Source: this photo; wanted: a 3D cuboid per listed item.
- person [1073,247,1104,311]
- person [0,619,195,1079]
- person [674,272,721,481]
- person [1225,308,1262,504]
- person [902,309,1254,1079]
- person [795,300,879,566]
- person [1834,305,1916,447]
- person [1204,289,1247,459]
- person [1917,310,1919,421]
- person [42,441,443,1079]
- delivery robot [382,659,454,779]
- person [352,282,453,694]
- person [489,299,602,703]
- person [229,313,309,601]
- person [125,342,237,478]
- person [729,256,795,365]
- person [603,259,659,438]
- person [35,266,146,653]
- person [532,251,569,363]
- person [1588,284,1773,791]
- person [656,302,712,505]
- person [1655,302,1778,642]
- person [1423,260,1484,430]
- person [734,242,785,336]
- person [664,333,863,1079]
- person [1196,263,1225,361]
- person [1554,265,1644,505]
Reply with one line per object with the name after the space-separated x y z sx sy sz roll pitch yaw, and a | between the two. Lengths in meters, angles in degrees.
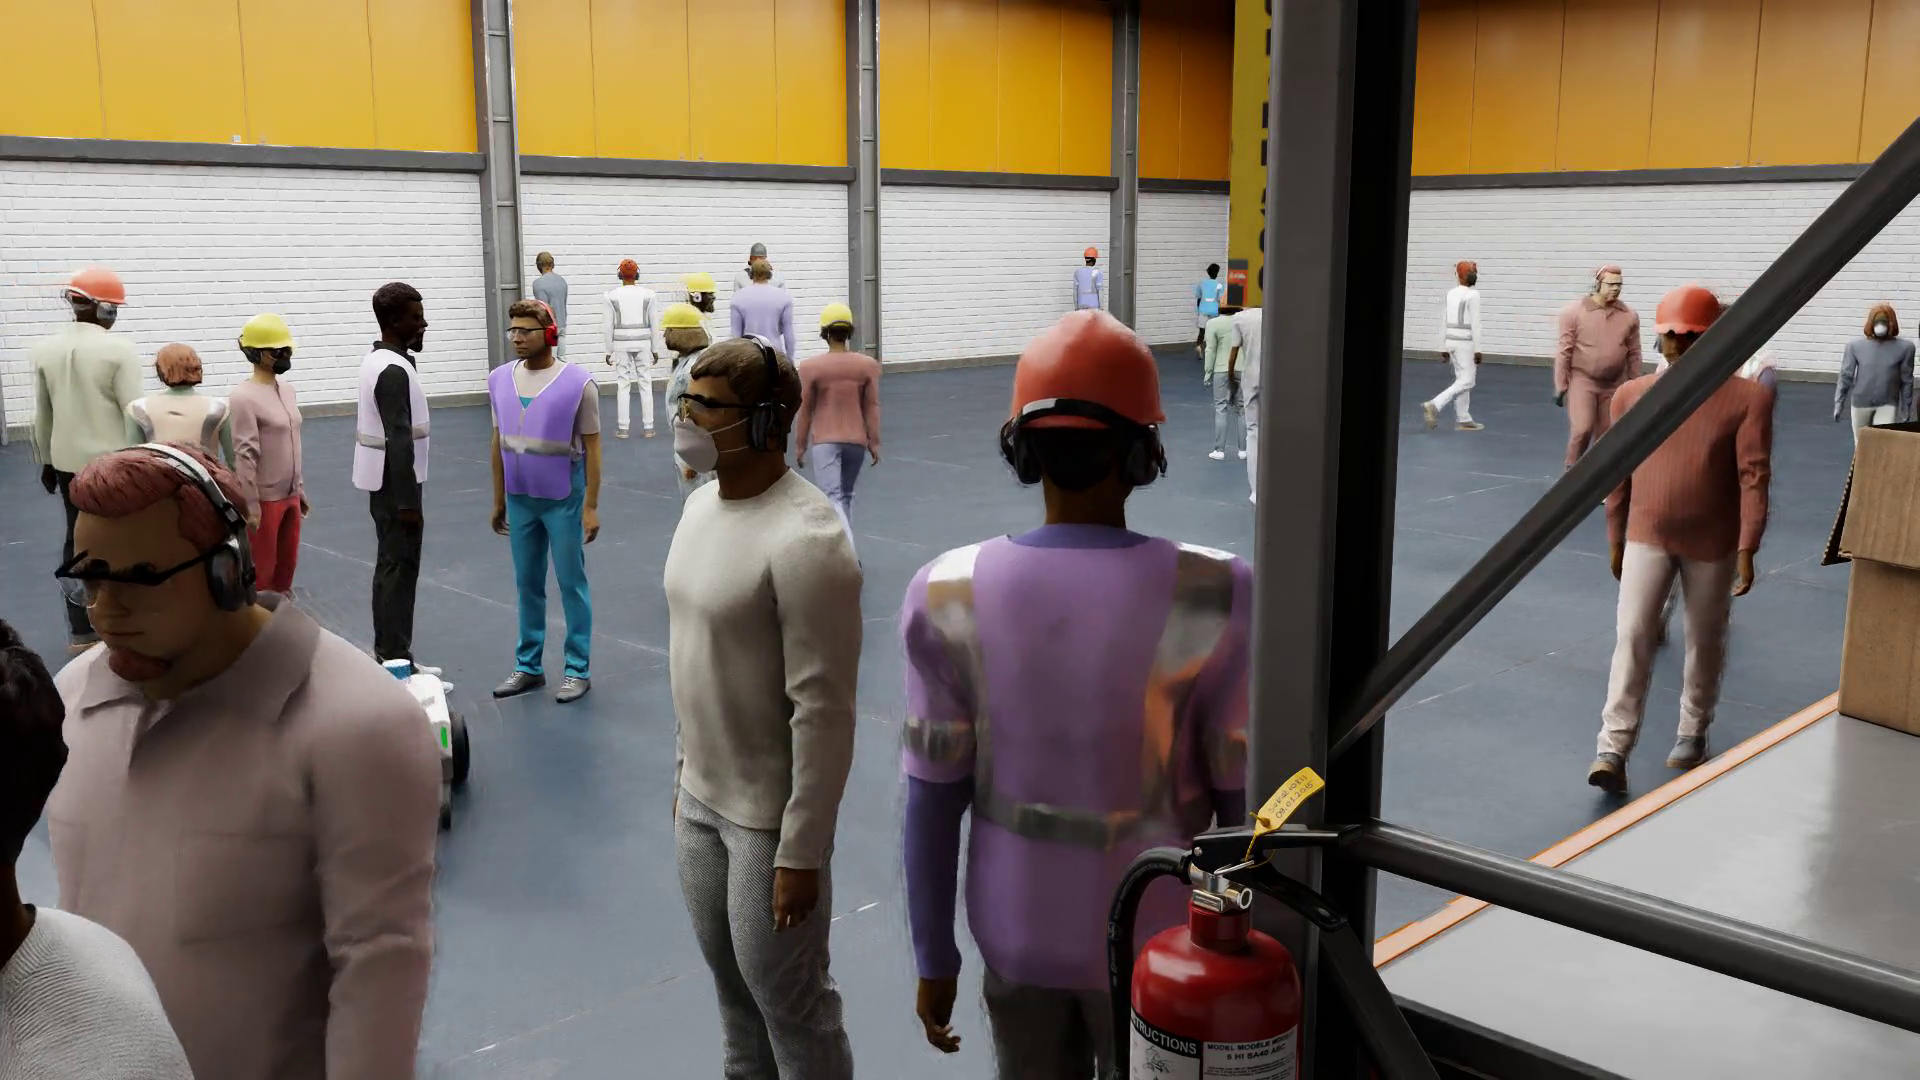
2.173 -3.931 27.862 0.552 1.935 0.368 6 12 31 | person
-0.763 0.955 1.454 0.359 1.861 0.514 -7 12 -33 | person
-2.172 -1.372 14.230 0.513 1.814 0.625 0 10 2 | person
2.412 -1.227 13.341 0.564 1.850 0.601 1 10 6 | person
0.188 0.645 2.696 0.616 2.024 0.852 4 11 19 | person
-0.736 -0.602 10.262 0.527 1.740 0.811 -5 11 -24 | person
7.173 -1.044 13.068 0.526 1.580 0.864 6 12 32 | person
2.573 -1.580 15.876 0.500 1.632 0.286 -1 10 -5 | person
10.127 -1.970 17.090 0.368 1.961 0.612 -3 11 -15 | person
-0.981 0.782 2.392 0.662 1.885 0.624 3 11 17 | person
-2.084 0.689 6.188 0.477 0.478 0.707 -4 11 -20 | delivery robot
-2.631 -0.234 7.752 0.373 1.917 0.595 -5 11 -25 | person
-1.896 -0.180 7.655 0.564 1.847 0.397 4 11 21 | person
-3.280 -0.201 7.989 0.326 1.767 0.533 1 10 5 | person
-3.705 -0.136 8.000 0.557 1.617 0.432 -3 11 -14 | person
-1.958 -1.834 16.460 0.645 1.925 0.614 -1 10 -7 | person
-3.464 -2.012 17.552 0.575 1.883 0.355 -3 11 -18 | person
-4.430 -0.403 8.533 0.734 1.967 0.480 2 11 11 | person
-5.040 -2.574 20.466 0.376 1.937 0.629 3 11 18 | person
2.758 0.002 6.394 0.611 1.938 1.018 7 12 32 | person
-1.605 -0.519 9.786 0.318 1.742 0.492 -3 11 -16 | person
3.939 -0.354 8.786 0.632 1.784 0.988 7 13 35 | person
5.408 -2.100 18.079 0.716 1.866 0.586 -2 11 -13 | person
-2.662 -2.914 22.032 0.689 2.000 0.537 -3 11 -15 | person
-0.428 0.552 3.416 0.372 1.940 0.632 -7 12 -33 | person
4.259 -3.899 28.441 0.523 1.661 0.805 4 11 20 | person
5.082 -1.226 13.206 0.680 1.893 0.419 -1 10 -4 | person
